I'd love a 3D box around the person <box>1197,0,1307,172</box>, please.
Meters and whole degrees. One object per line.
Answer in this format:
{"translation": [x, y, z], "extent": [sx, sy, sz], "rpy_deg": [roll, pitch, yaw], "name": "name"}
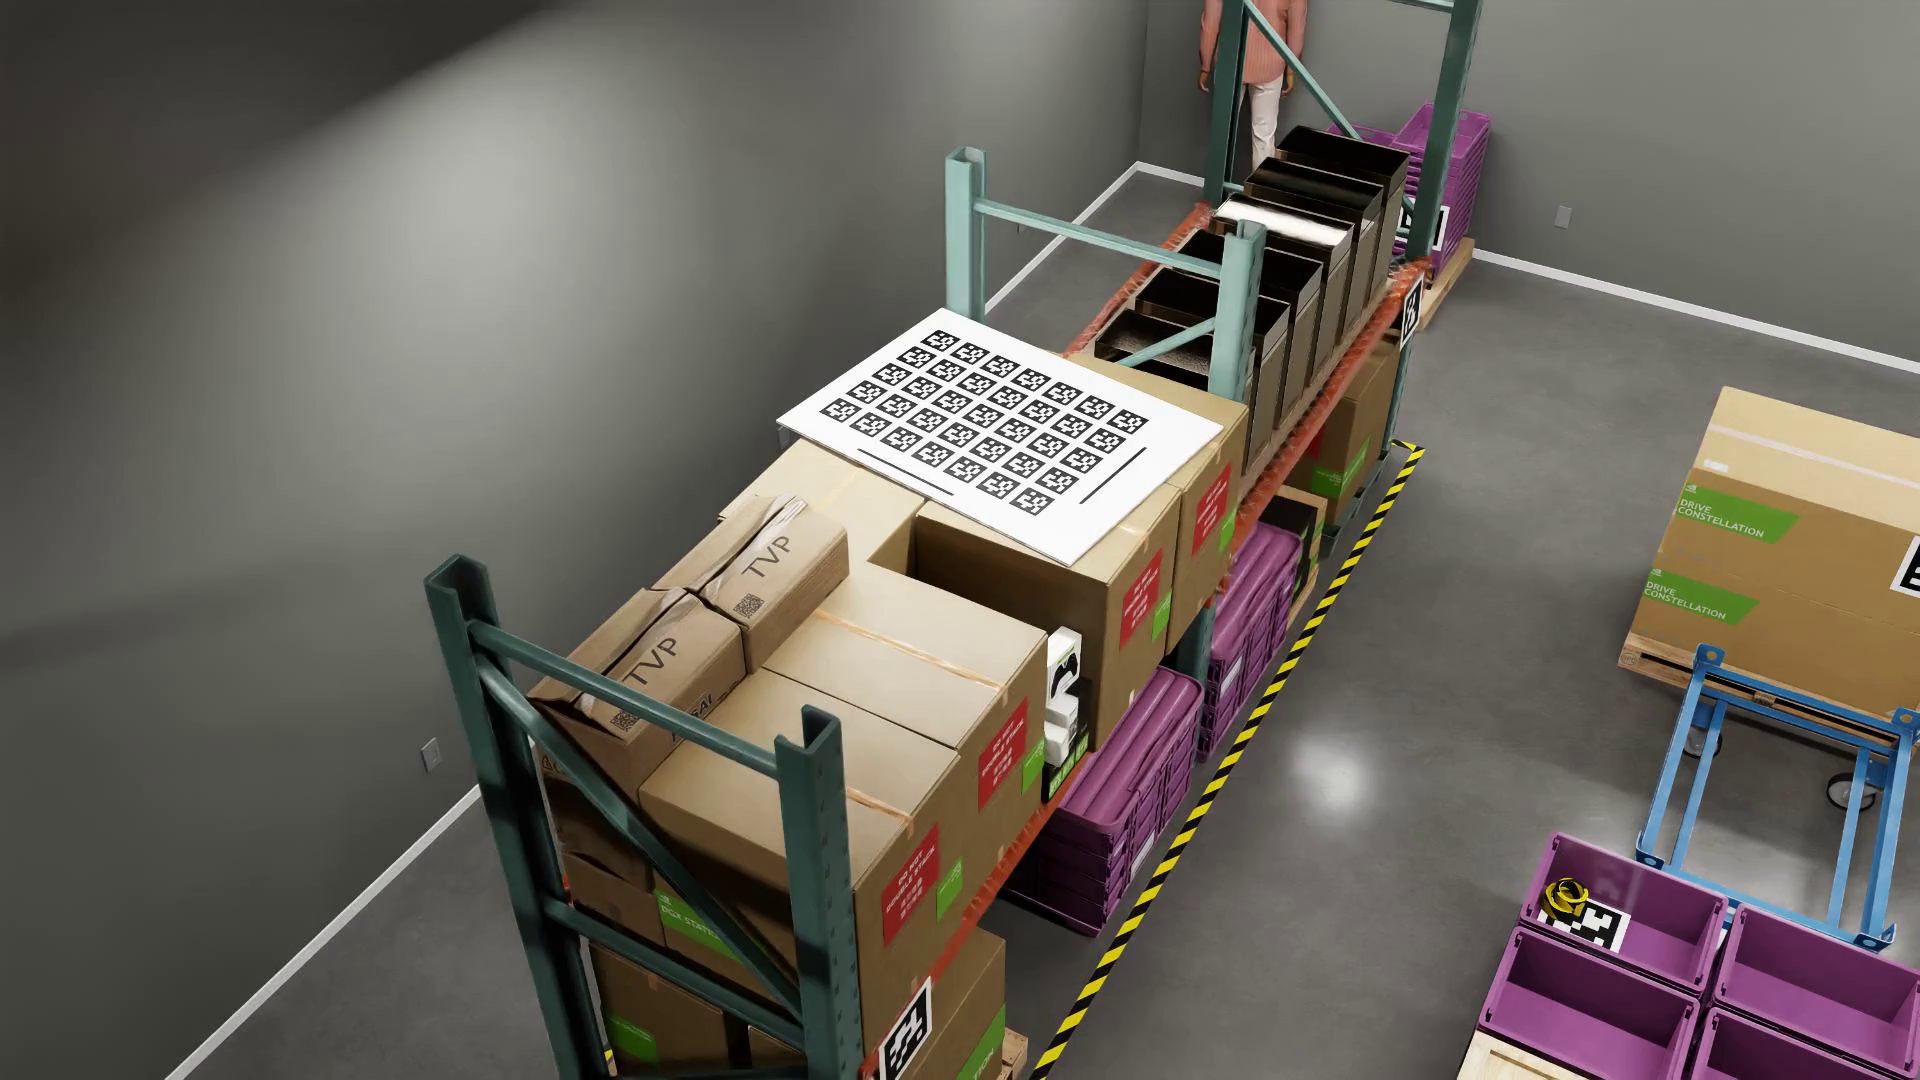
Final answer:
{"translation": [1.723, -2.839, 9.936], "extent": [0.613, 1.995, 0.391], "rpy_deg": [6, 40, 7], "name": "person"}
